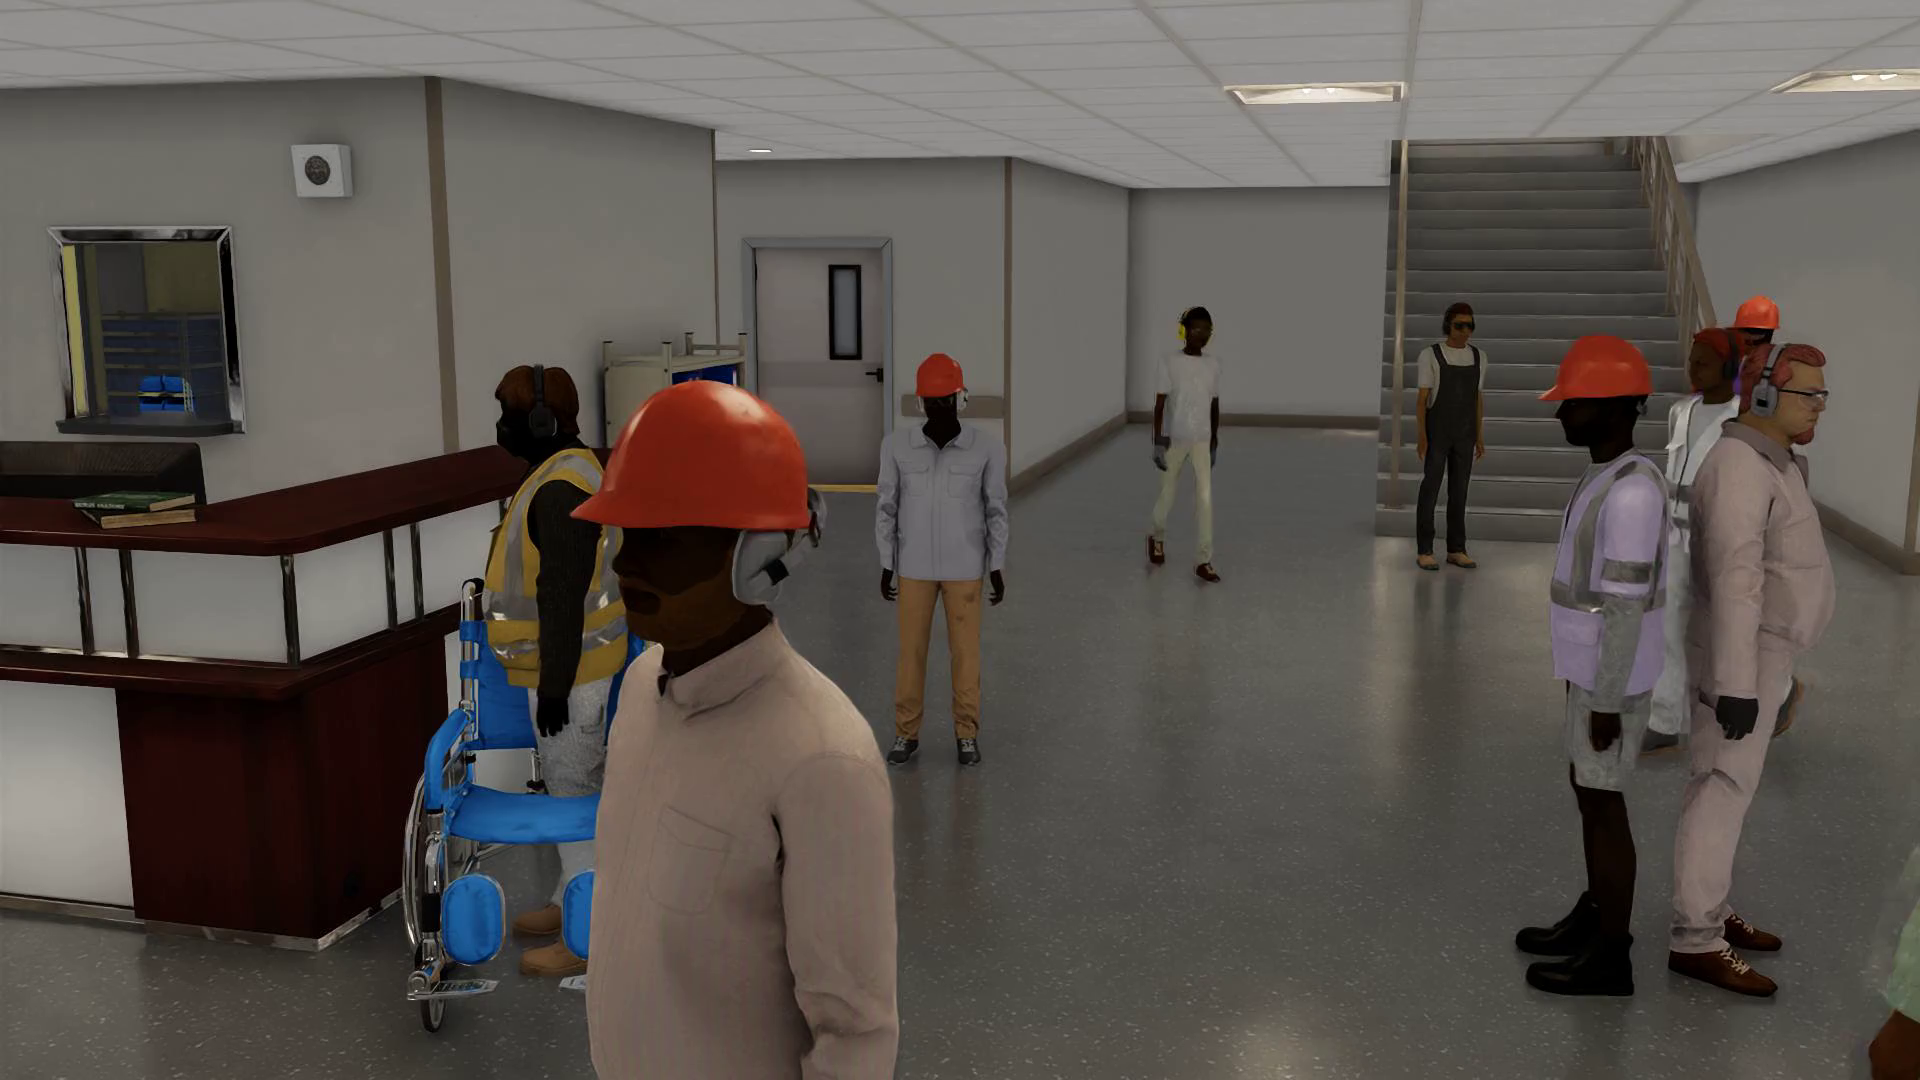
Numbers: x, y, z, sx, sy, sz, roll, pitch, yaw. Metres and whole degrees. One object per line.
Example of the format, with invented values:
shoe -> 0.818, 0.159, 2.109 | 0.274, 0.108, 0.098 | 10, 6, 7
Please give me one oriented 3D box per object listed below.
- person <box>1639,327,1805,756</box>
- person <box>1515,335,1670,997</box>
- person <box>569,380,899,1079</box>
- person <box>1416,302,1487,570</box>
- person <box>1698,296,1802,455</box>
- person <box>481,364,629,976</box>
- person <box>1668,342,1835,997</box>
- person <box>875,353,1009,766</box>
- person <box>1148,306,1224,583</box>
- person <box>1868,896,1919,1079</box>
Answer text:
person -> 3.271, 0.018, 7.143 | 0.752, 1.863, 0.583 | -3, 10, -16
person -> 1.852, 0.370, 4.875 | 0.383, 1.931, 0.546 | 2, 10, 14
person -> -0.312, 0.789, 2.194 | 0.375, 1.997, 0.611 | -7, 12, -37
person -> 3.393, -0.714, 11.488 | 0.508, 1.845, 0.345 | -2, 10, -13
person -> 4.327, -0.367, 9.171 | 0.543, 1.939, 0.360 | 5, 11, 25
person -> -1.226, 0.385, 5.067 | 0.429, 1.837, 0.626 | -3, 10, -15
person -> 2.363, 0.367, 4.954 | 0.402, 1.904, 0.651 | 5, 11, 29
person -> -0.080, 0.090, 7.023 | 0.564, 1.752, 0.338 | 1, 10, 6
person -> 1.520, -0.676, 11.328 | 0.528, 1.834, 0.927 | -2, 10, -10
person -> 1.871, 0.774, 2.628 | 0.665, 1.872, 0.988 | -3, 10, -20
